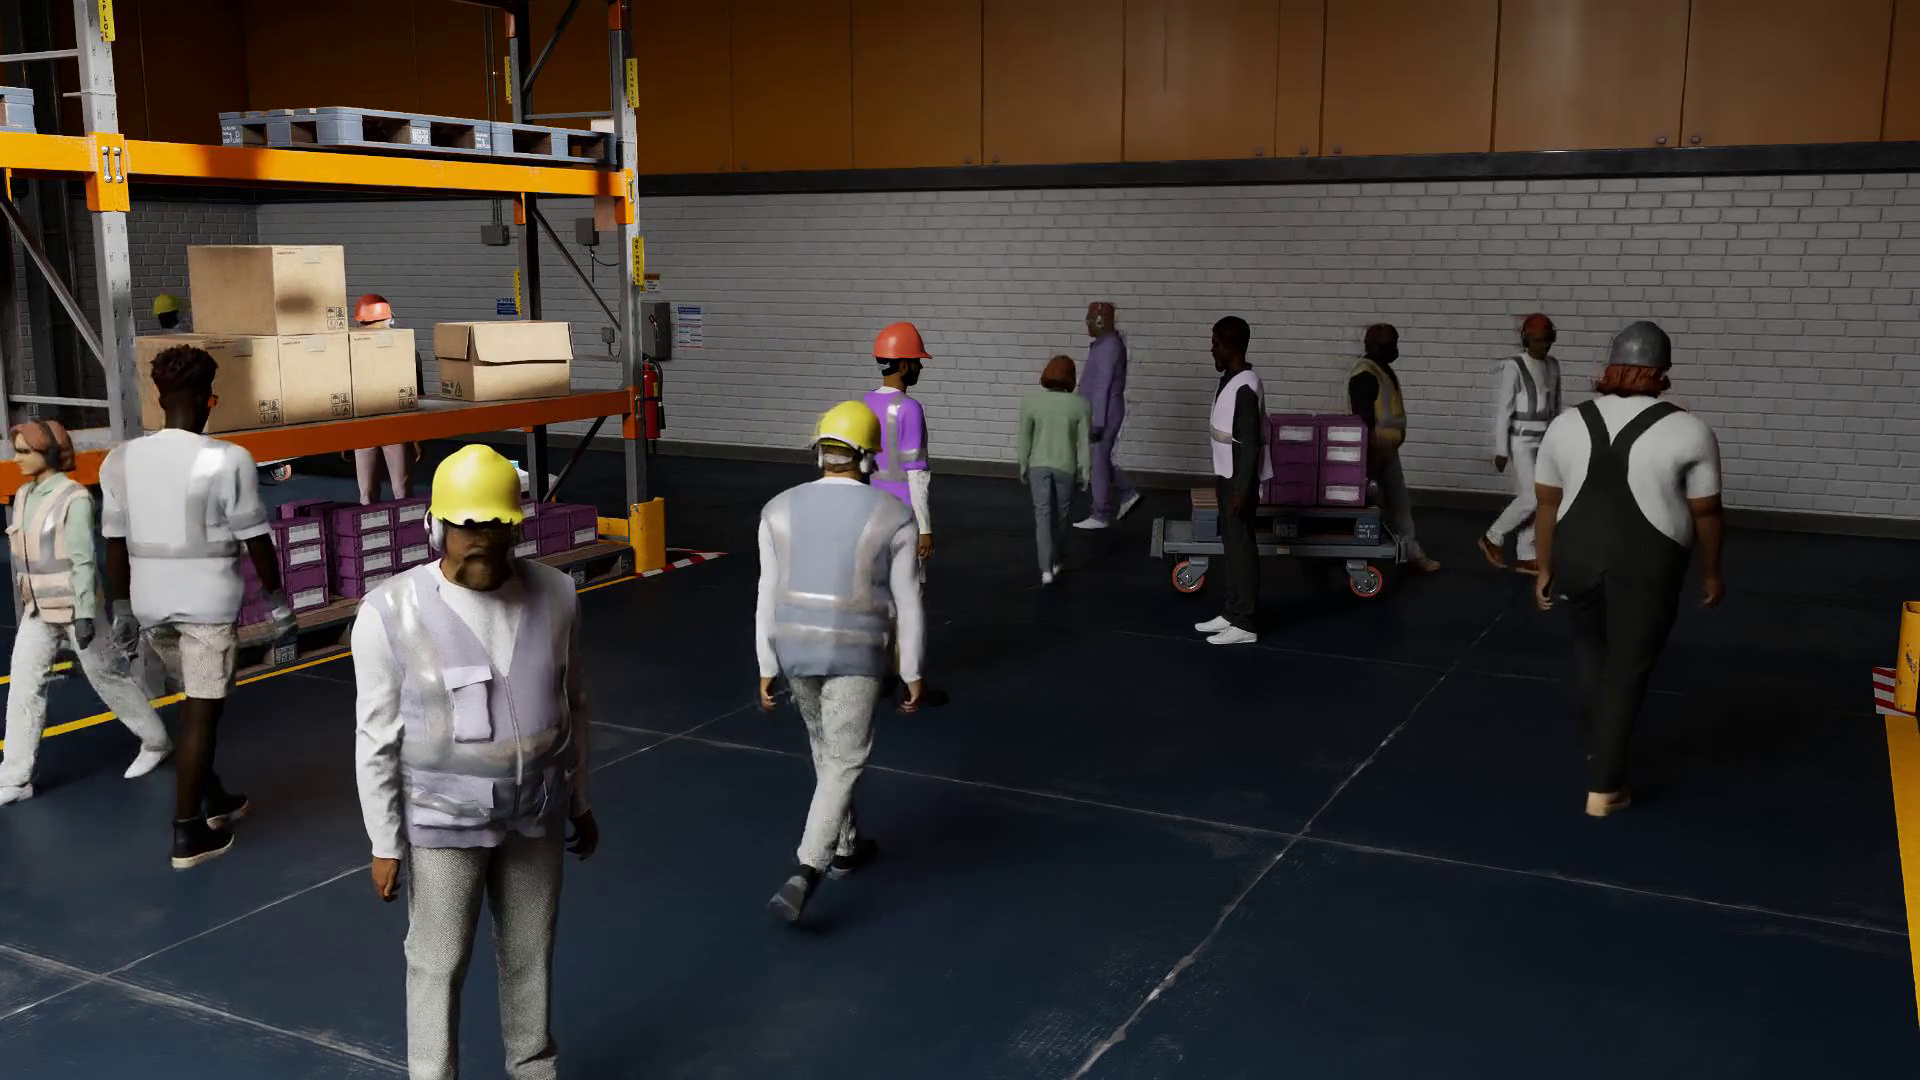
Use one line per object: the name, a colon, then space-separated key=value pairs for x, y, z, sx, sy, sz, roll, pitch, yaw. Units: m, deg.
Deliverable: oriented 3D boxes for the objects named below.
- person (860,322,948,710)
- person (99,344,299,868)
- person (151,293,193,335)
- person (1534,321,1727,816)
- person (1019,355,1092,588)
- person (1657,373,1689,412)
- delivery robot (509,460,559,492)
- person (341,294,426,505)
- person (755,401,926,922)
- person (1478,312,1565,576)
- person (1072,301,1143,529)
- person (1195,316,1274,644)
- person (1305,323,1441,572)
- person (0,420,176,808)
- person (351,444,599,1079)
person: x=-0.304 y=-0.120 z=8.367 sx=0.354 sy=1.939 sz=0.544 roll=-7 pitch=12 yaw=-35
person: x=-2.856 y=0.227 z=6.355 sx=0.607 sy=1.935 sz=0.763 roll=3 pitch=10 yaw=16
person: x=-8.008 y=-1.638 z=17.366 sx=0.886 sy=1.882 sz=0.593 roll=-8 pitch=12 yaw=-37
person: x=2.817 y=0.076 z=6.937 sx=0.699 sy=2.000 sz=0.919 roll=9 pitch=14 yaw=43
person: x=0.658 y=-0.479 z=11.485 sx=0.513 sy=1.581 sz=0.858 roll=0 pitch=10 yaw=3
person: x=4.559 y=-0.425 z=11.067 sx=0.518 sy=1.606 sz=0.711 roll=7 pitch=12 yaw=36
delivery robot: x=-3.714 y=-0.419 z=13.824 sx=0.707 sy=0.478 sz=0.477 roll=-6 pitch=11 yaw=-30
person: x=-4.110 y=-0.744 z=11.820 sx=0.625 sy=1.991 sz=0.389 roll=0 pitch=10 yaw=2
person: x=-0.448 y=0.418 z=5.772 sx=0.598 sy=1.776 sz=0.879 roll=3 pitch=10 yaw=18
person: x=4.001 y=-0.666 z=11.716 sx=0.609 sy=1.871 sz=0.451 roll=-9 pitch=13 yaw=-42
person: x=1.199 y=-1.018 z=13.717 sx=0.470 sy=1.892 sz=0.644 roll=2 pitch=10 yaw=10
person: x=1.624 y=-0.347 z=9.748 sx=0.399 sy=1.915 sz=0.589 roll=0 pitch=10 yaw=0
person: x=2.959 y=-0.665 z=11.975 sx=0.960 sy=1.791 sz=0.629 roll=5 pitch=11 yaw=29
person: x=-3.753 y=0.283 z=7.007 sx=0.525 sy=1.600 sz=0.837 roll=6 pitch=11 yaw=30
person: x=-1.167 y=0.670 z=4.107 sx=0.601 sy=1.827 sz=0.403 roll=-8 pitch=13 yaw=-38
